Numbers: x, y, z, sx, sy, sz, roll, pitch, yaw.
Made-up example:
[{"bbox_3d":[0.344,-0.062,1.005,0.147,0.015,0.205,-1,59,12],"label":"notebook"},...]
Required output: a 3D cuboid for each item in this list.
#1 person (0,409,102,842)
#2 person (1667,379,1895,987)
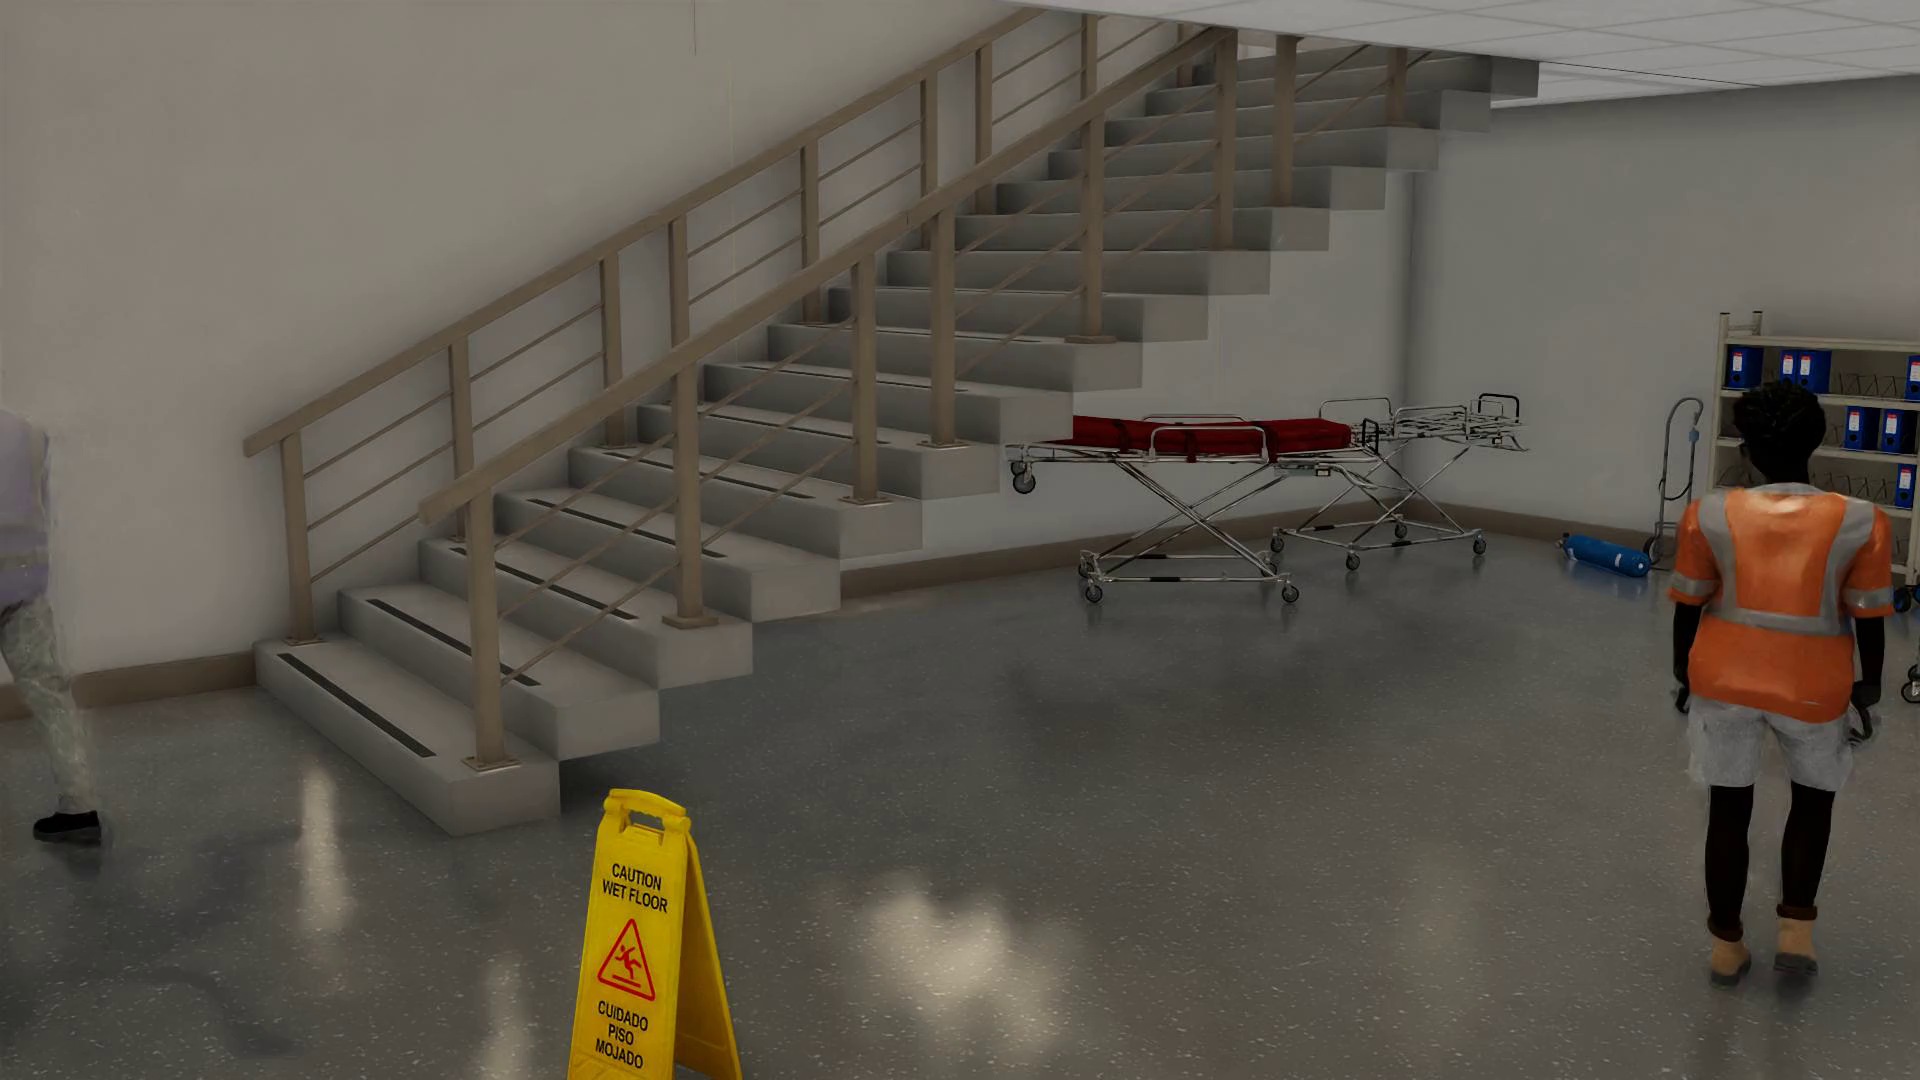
[{"bbox_3d":[-3.358,0.158,5.698,0.944,1.774,0.606,4,11,24],"label":"person"},{"bbox_3d":[2.221,0.398,4.557,0.554,1.680,0.410,5,11,28],"label":"person"}]
